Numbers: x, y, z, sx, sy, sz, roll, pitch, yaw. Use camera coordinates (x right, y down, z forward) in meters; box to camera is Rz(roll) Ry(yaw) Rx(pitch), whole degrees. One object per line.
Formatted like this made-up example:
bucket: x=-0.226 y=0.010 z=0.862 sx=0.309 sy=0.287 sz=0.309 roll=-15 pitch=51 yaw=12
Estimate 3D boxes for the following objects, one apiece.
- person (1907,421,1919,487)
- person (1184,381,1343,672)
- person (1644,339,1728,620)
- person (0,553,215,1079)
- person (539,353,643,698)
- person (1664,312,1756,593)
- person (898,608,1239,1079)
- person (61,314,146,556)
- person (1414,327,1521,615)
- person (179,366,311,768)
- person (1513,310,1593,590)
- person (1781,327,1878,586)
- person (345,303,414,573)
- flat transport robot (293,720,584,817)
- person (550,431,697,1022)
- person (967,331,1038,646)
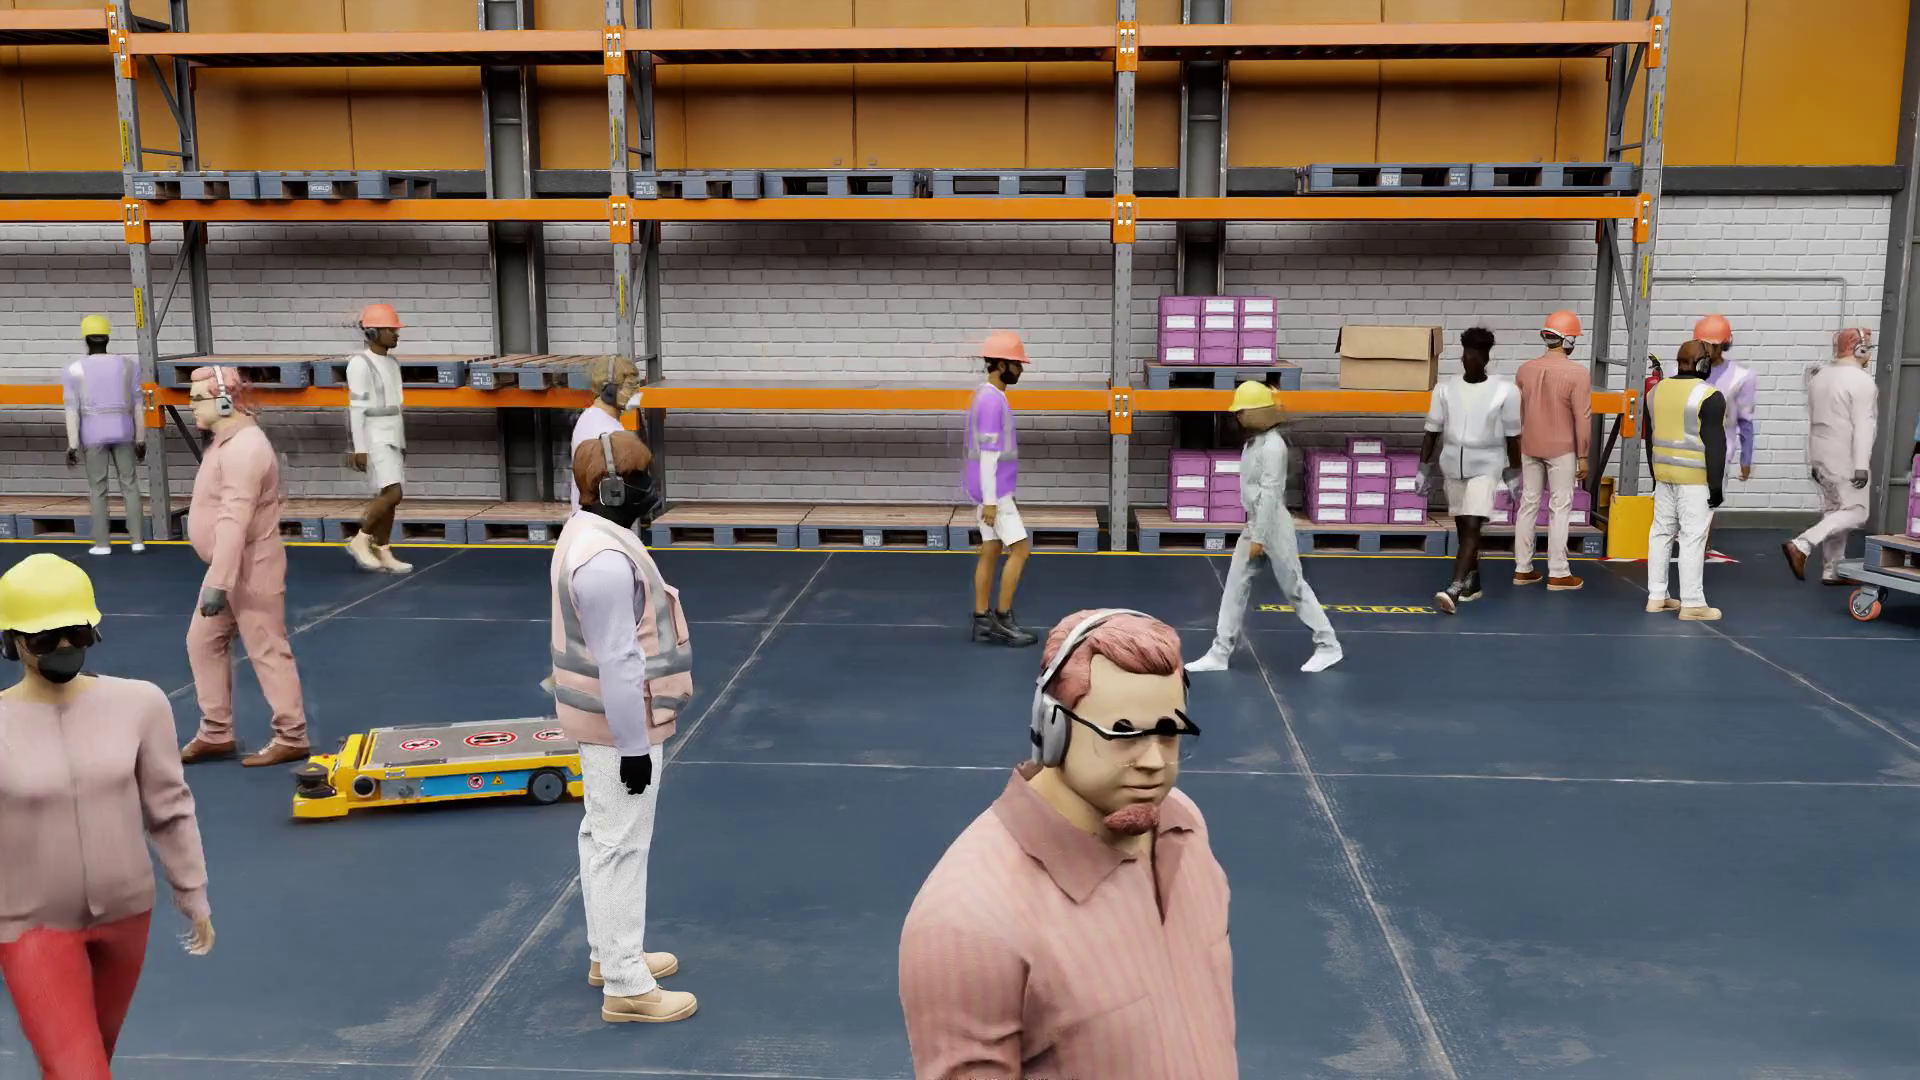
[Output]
person: x=7.245 y=-0.536 z=12.297 sx=0.555 sy=1.658 sz=0.729 roll=-1 pitch=10 yaw=-3
person: x=1.787 y=-0.062 z=9.443 sx=0.895 sy=1.691 sz=0.494 roll=-2 pitch=10 yaw=-10
person: x=4.793 y=-0.397 z=10.958 sx=0.429 sy=1.840 sz=0.624 roll=-4 pitch=10 yaw=-21
person: x=-2.036 y=0.873 z=3.864 sx=0.899 sy=1.712 sz=0.538 roll=8 pitch=13 yaw=40
person: x=-1.749 y=0.048 z=8.141 sx=0.507 sy=1.918 sz=0.636 roll=-2 pitch=10 yaw=-13
person: x=5.380 y=-0.649 z=12.004 sx=0.632 sy=1.999 sz=0.962 roll=7 pitch=12 yaw=34
person: x=0.201 y=1.031 z=2.406 sx=0.401 sy=1.904 sz=0.646 roll=7 pitch=12 yaw=37
person: x=-6.795 y=-0.832 z=13.242 sx=0.590 sy=1.927 sz=0.375 roll=-8 pitch=12 yaw=-39
person: x=3.371 y=-0.467 z=11.160 sx=0.645 sy=1.897 sz=1.032 roll=8 pitch=12 yaw=38
person: x=-3.401 y=0.150 z=7.628 sx=0.761 sy=1.881 sz=0.642 roll=-6 pitch=11 yaw=-31
person: x=4.251 y=-0.643 z=11.933 sx=0.396 sy=1.993 sz=0.618 roll=-7 pitch=12 yaw=-35
person: x=6.225 y=-0.577 z=11.881 sx=0.624 sy=1.881 sz=0.656 roll=0 pitch=10 yaw=-2
person: x=-4.281 y=-0.739 z=12.376 sx=0.427 sy=2.032 sz=0.627 roll=2 pitch=10 yaw=9
flat transport robot: x=-2.178 y=0.988 z=7.427 sx=1.431 sy=0.197 sz=0.652 roll=-3 pitch=10 yaw=-15
person: x=-1.054 y=0.578 z=5.232 sx=0.429 sy=1.846 sz=0.627 roll=-3 pitch=10 yaw=-18
person: x=0.311 y=-0.305 z=10.153 sx=0.541 sy=1.923 sz=0.581 roll=0 pitch=10 yaw=0
